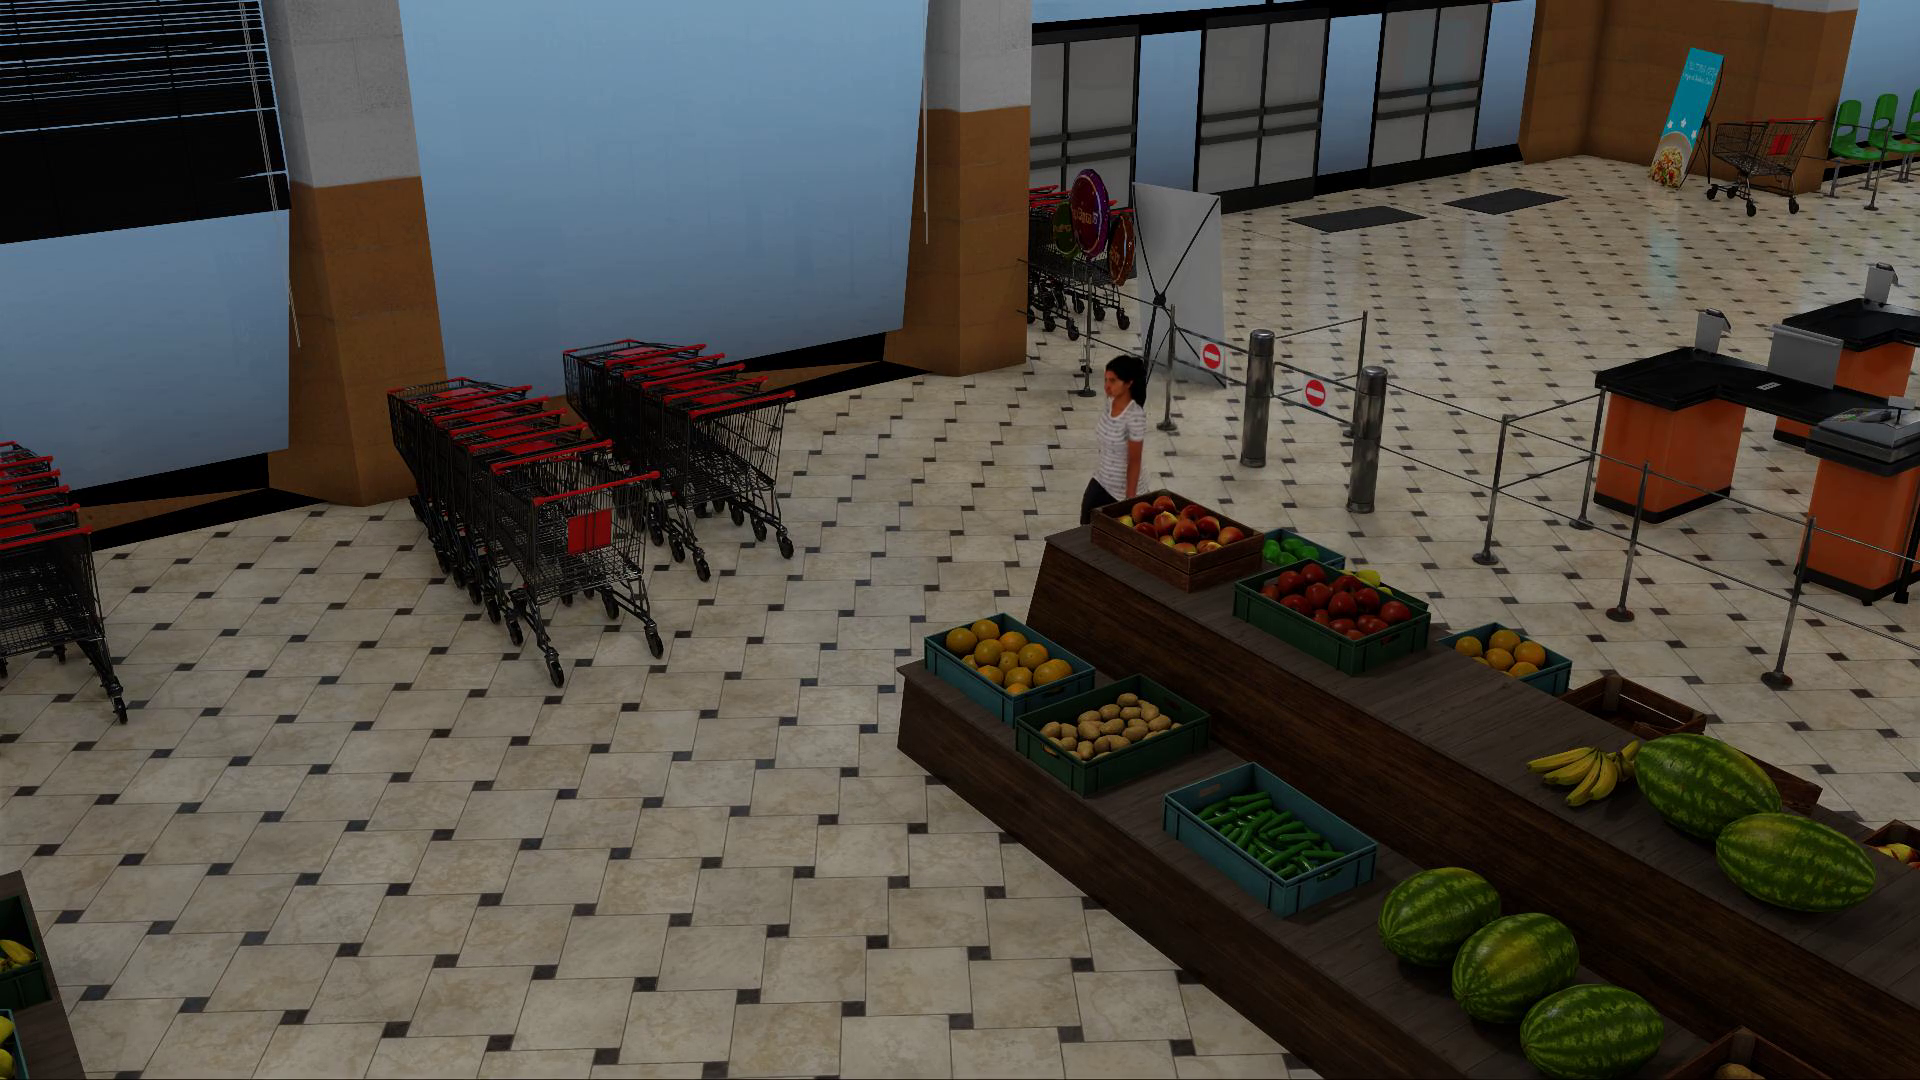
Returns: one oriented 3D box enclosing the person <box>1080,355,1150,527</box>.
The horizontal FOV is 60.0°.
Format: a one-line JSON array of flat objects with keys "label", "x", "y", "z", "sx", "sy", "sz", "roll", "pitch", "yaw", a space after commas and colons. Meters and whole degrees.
[{"label": "person", "x": 1.034, "y": -0.295, "z": 9.777, "sx": 0.809, "sy": 1.595, "sz": 1.105, "roll": -10, "pitch": 25, "yaw": -21}]
